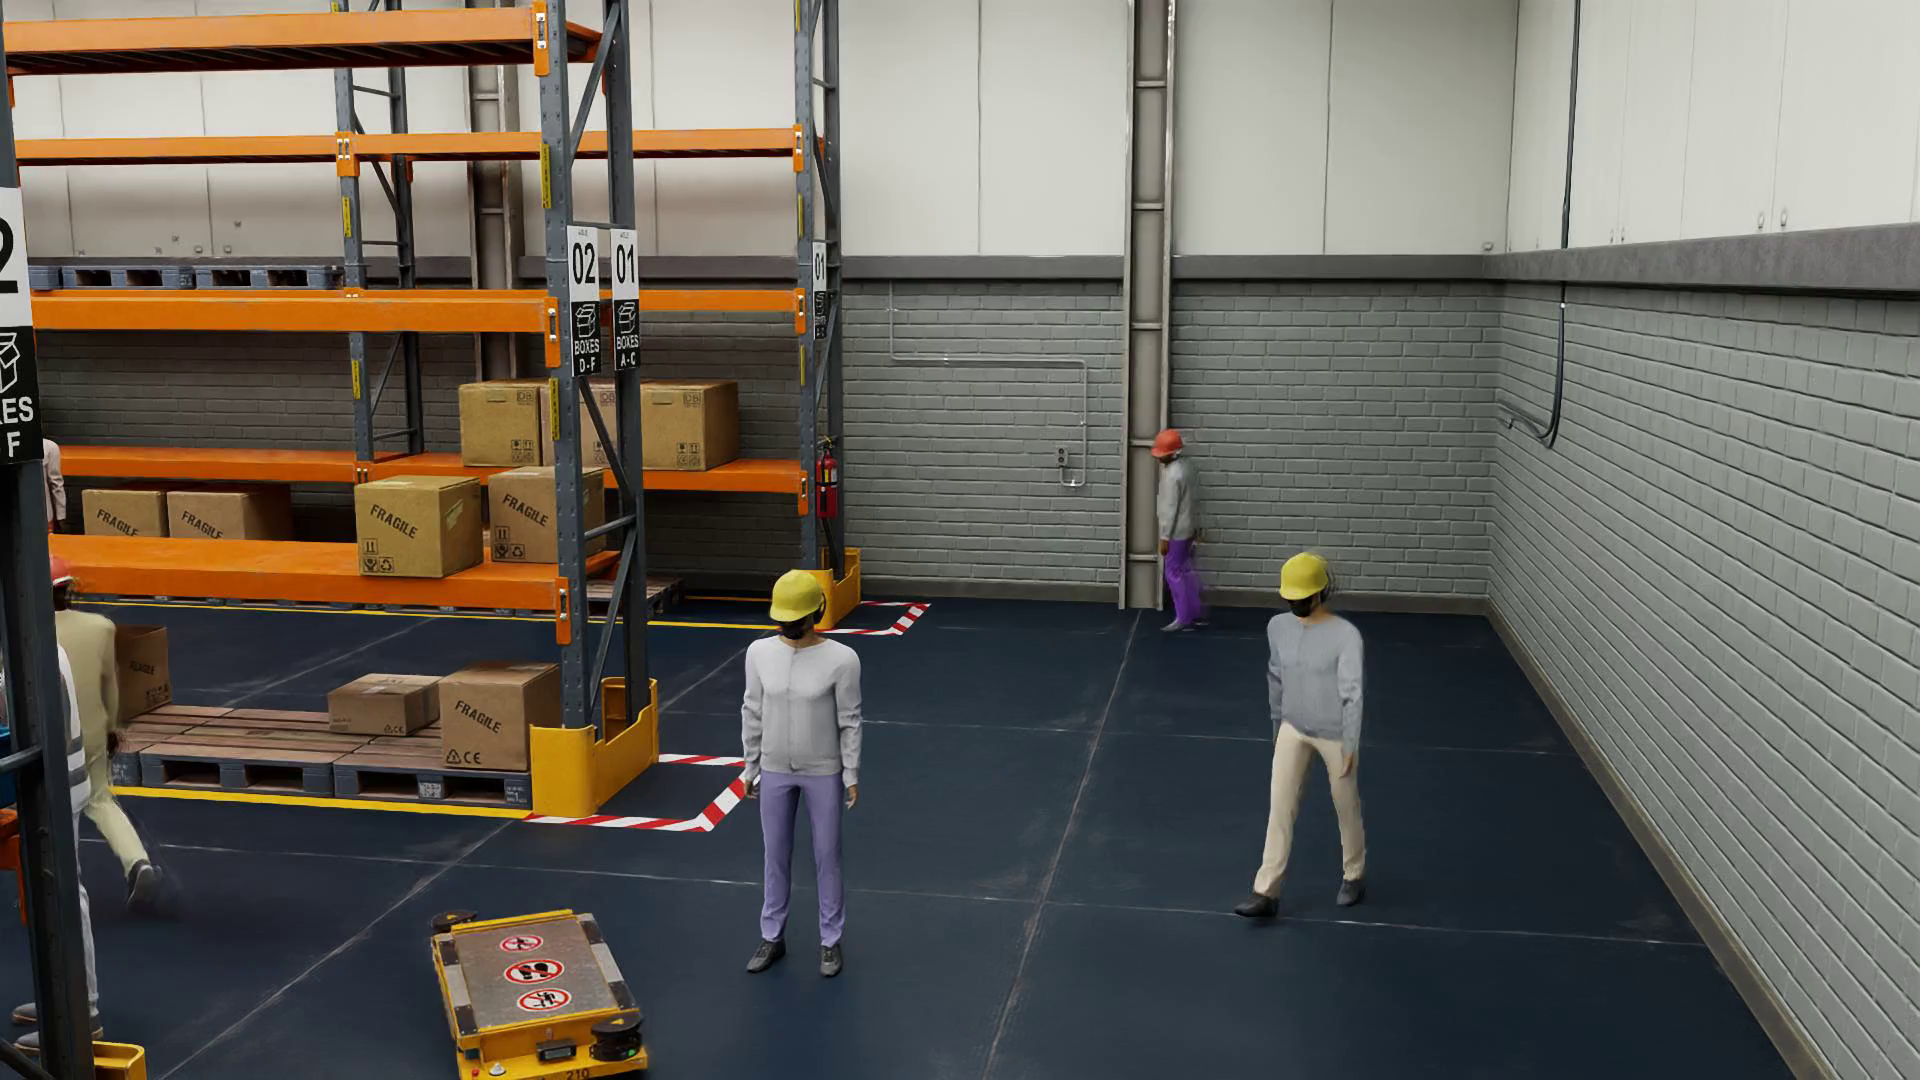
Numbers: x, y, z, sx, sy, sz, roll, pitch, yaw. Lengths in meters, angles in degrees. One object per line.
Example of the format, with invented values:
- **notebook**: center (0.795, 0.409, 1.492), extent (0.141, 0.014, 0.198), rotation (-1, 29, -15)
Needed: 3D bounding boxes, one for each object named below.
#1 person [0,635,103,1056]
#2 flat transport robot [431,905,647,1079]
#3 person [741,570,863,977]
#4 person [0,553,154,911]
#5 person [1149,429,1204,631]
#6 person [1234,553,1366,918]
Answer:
- **person**: center (-3.539, 1.026, 6.400), extent (0.354, 1.885, 0.576), rotation (-5, 10, -27)
- **flat transport robot**: center (-1.723, 1.787, 6.669), extent (0.652, 0.197, 1.431), rotation (-4, 10, -22)
- **person**: center (-0.677, 0.986, 7.049), extent (0.523, 1.759, 0.335), rotation (2, 9, 11)
- **person**: center (-4.077, 0.900, 7.646), extent (0.714, 1.732, 0.571), rotation (5, 10, 28)
- **person**: center (1.810, -0.087, 13.858), extent (0.445, 1.705, 0.661), rotation (3, 10, 18)
- **person**: center (1.628, 0.906, 7.672), extent (0.557, 1.713, 0.845), rotation (8, 12, 39)
